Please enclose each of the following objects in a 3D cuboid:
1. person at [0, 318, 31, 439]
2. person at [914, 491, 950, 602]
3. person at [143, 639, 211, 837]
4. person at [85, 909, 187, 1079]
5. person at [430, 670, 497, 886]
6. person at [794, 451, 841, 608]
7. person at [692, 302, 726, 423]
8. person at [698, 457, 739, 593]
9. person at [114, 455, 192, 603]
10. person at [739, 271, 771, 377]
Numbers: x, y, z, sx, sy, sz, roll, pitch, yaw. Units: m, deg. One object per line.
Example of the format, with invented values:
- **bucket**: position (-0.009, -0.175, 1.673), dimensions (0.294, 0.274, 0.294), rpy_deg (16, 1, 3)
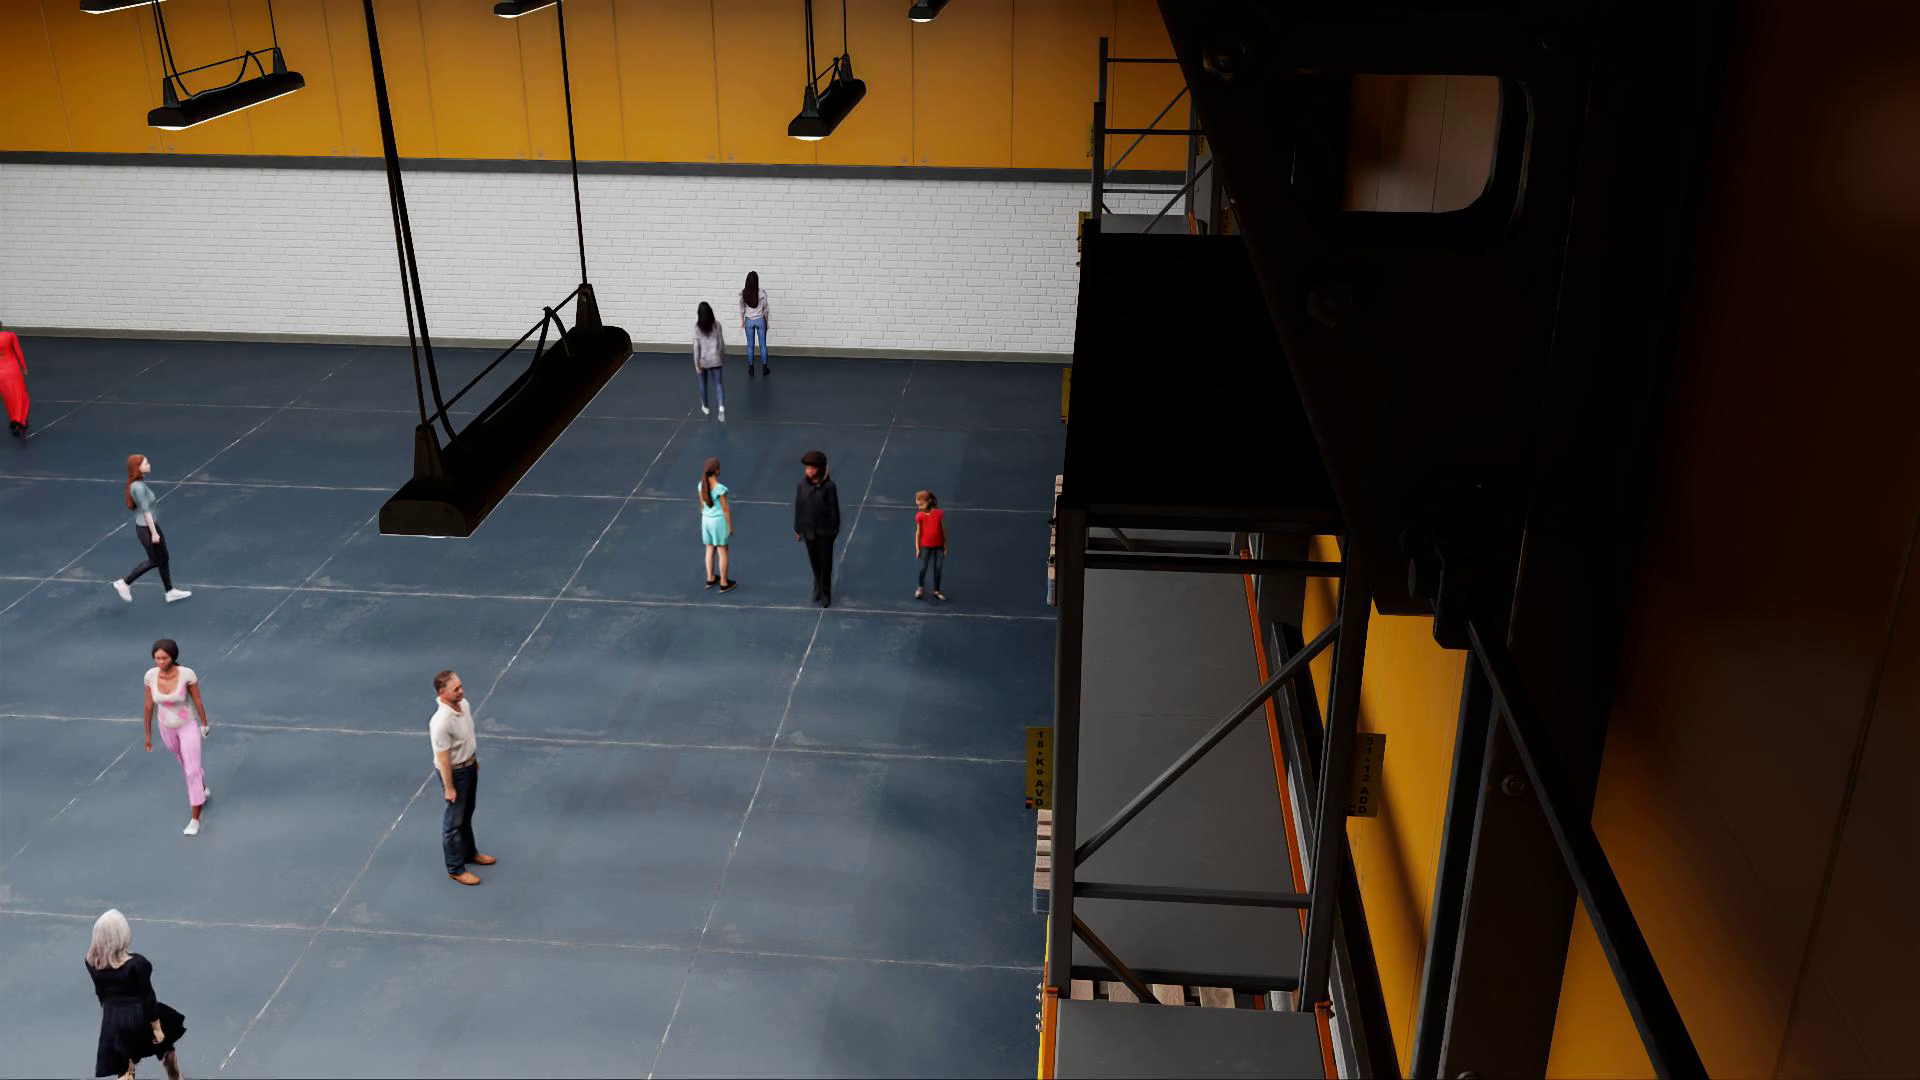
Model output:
- **person**: position (-13.112, -2.231, 22.911), dimensions (0.790, 1.761, 1.104), rpy_deg (-5, 24, -11)
- **person**: position (-0.281, 0.056, 18.267), dimensions (0.574, 1.290, 0.561), rpy_deg (-10, 25, -21)
- **person**: position (-6.645, 1.593, 14.229), dimensions (0.685, 1.707, 1.090), rpy_deg (0, 24, -1)
- **person**: position (-5.312, 3.174, 10.620), dimensions (0.581, 1.702, 1.145), rpy_deg (1, 24, 3)
- **person**: position (-4.068, 1.869, 13.415), dimensions (0.744, 1.854, 0.523), rpy_deg (4, 24, 10)
- **person**: position (-1.531, -0.177, 18.213), dimensions (0.665, 1.760, 0.673), rpy_deg (5, 24, 10)
- **person**: position (-3.535, -2.508, 23.617), dimensions (0.867, 1.702, 1.184), rpy_deg (-6, 24, -14)
- **person**: position (-2.723, -0.189, 18.492), dimensions (0.637, 1.558, 0.670), rpy_deg (15, 28, 30)
- **person**: position (-8.868, -0.078, 18.026), dimensions (0.937, 1.728, 0.993), rpy_deg (-10, 26, -22)
- **person**: position (-3.149, -3.341, 25.609), dimensions (0.635, 1.633, 0.561), rpy_deg (-2, 24, -4)
